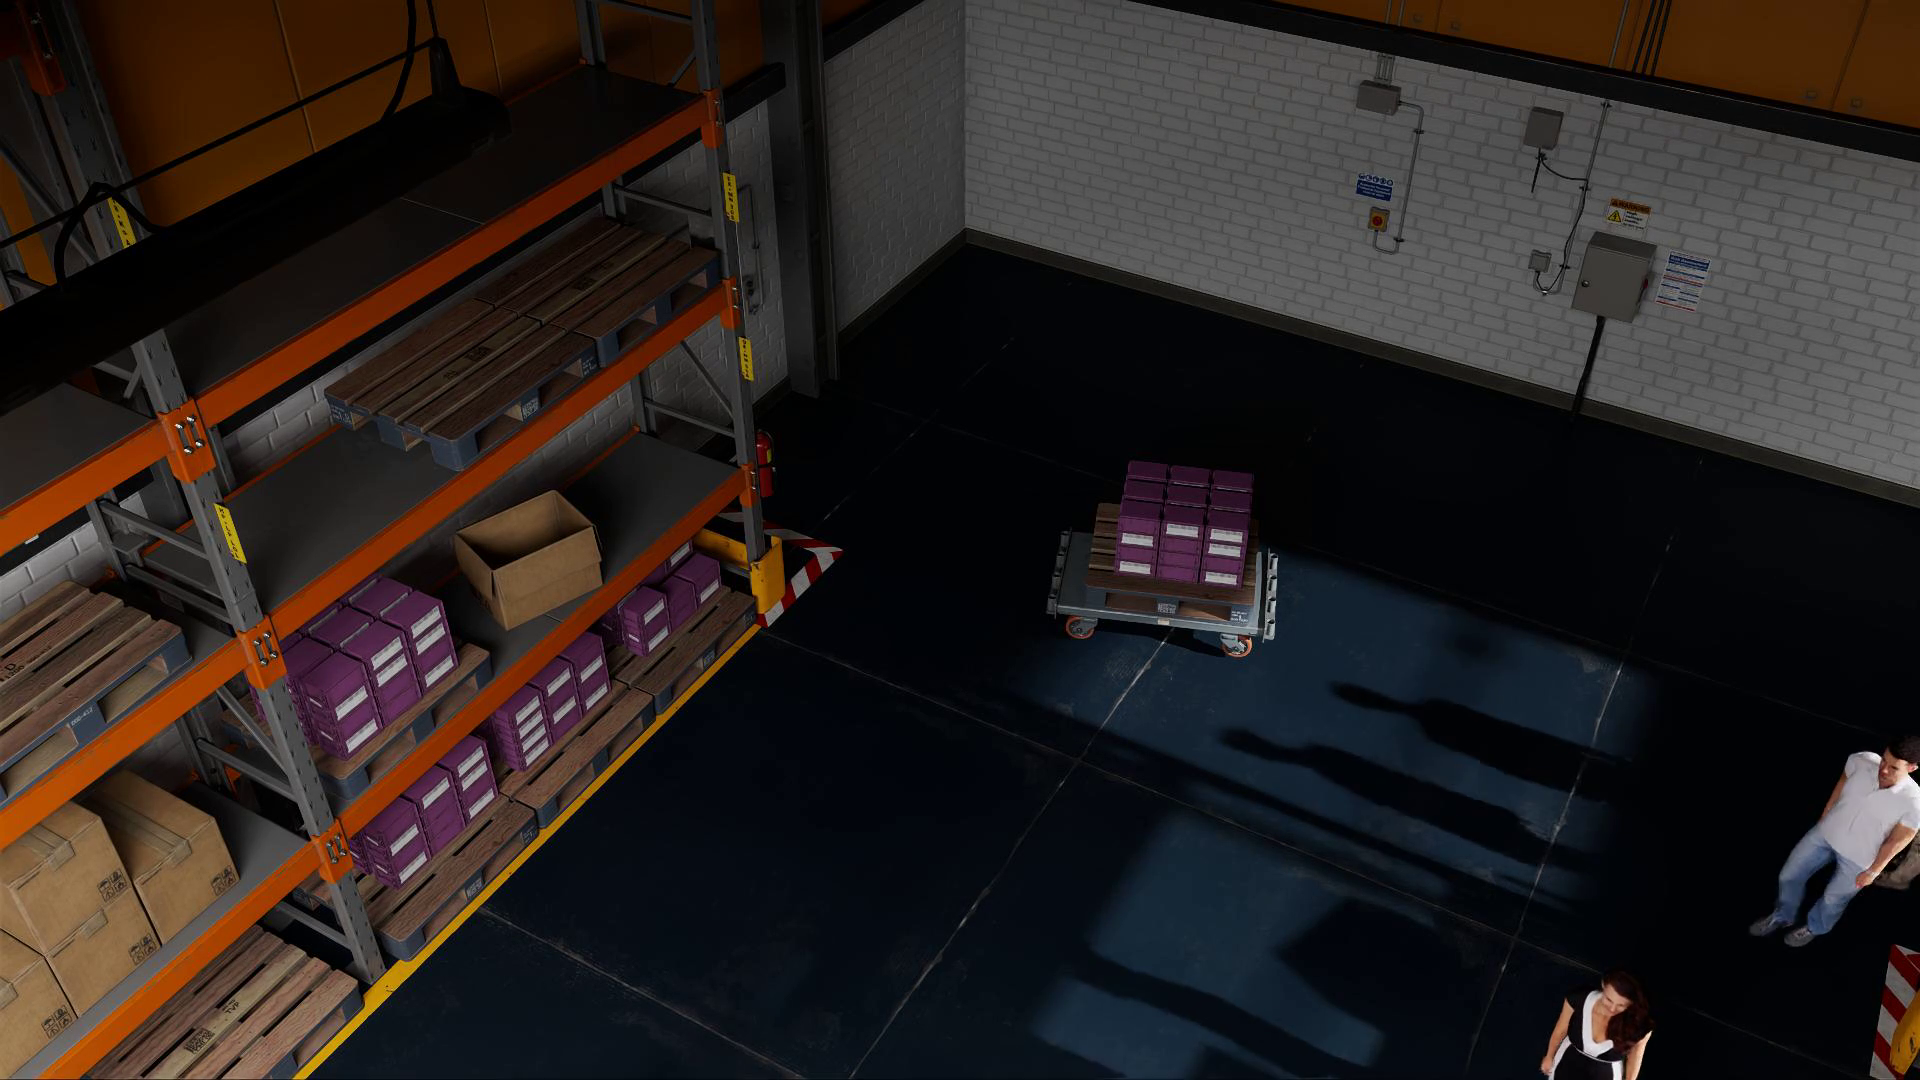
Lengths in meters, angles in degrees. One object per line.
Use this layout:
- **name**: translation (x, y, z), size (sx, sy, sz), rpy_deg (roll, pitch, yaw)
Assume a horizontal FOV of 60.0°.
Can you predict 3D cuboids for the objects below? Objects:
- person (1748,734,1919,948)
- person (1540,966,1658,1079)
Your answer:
- **person**: translation (5.216, 1.732, 9.620), size (0.879, 1.836, 0.842), rpy_deg (-16, 41, -19)
- **person**: translation (3.186, 2.694, 8.462), size (0.612, 1.778, 0.634), rpy_deg (23, 44, 26)
